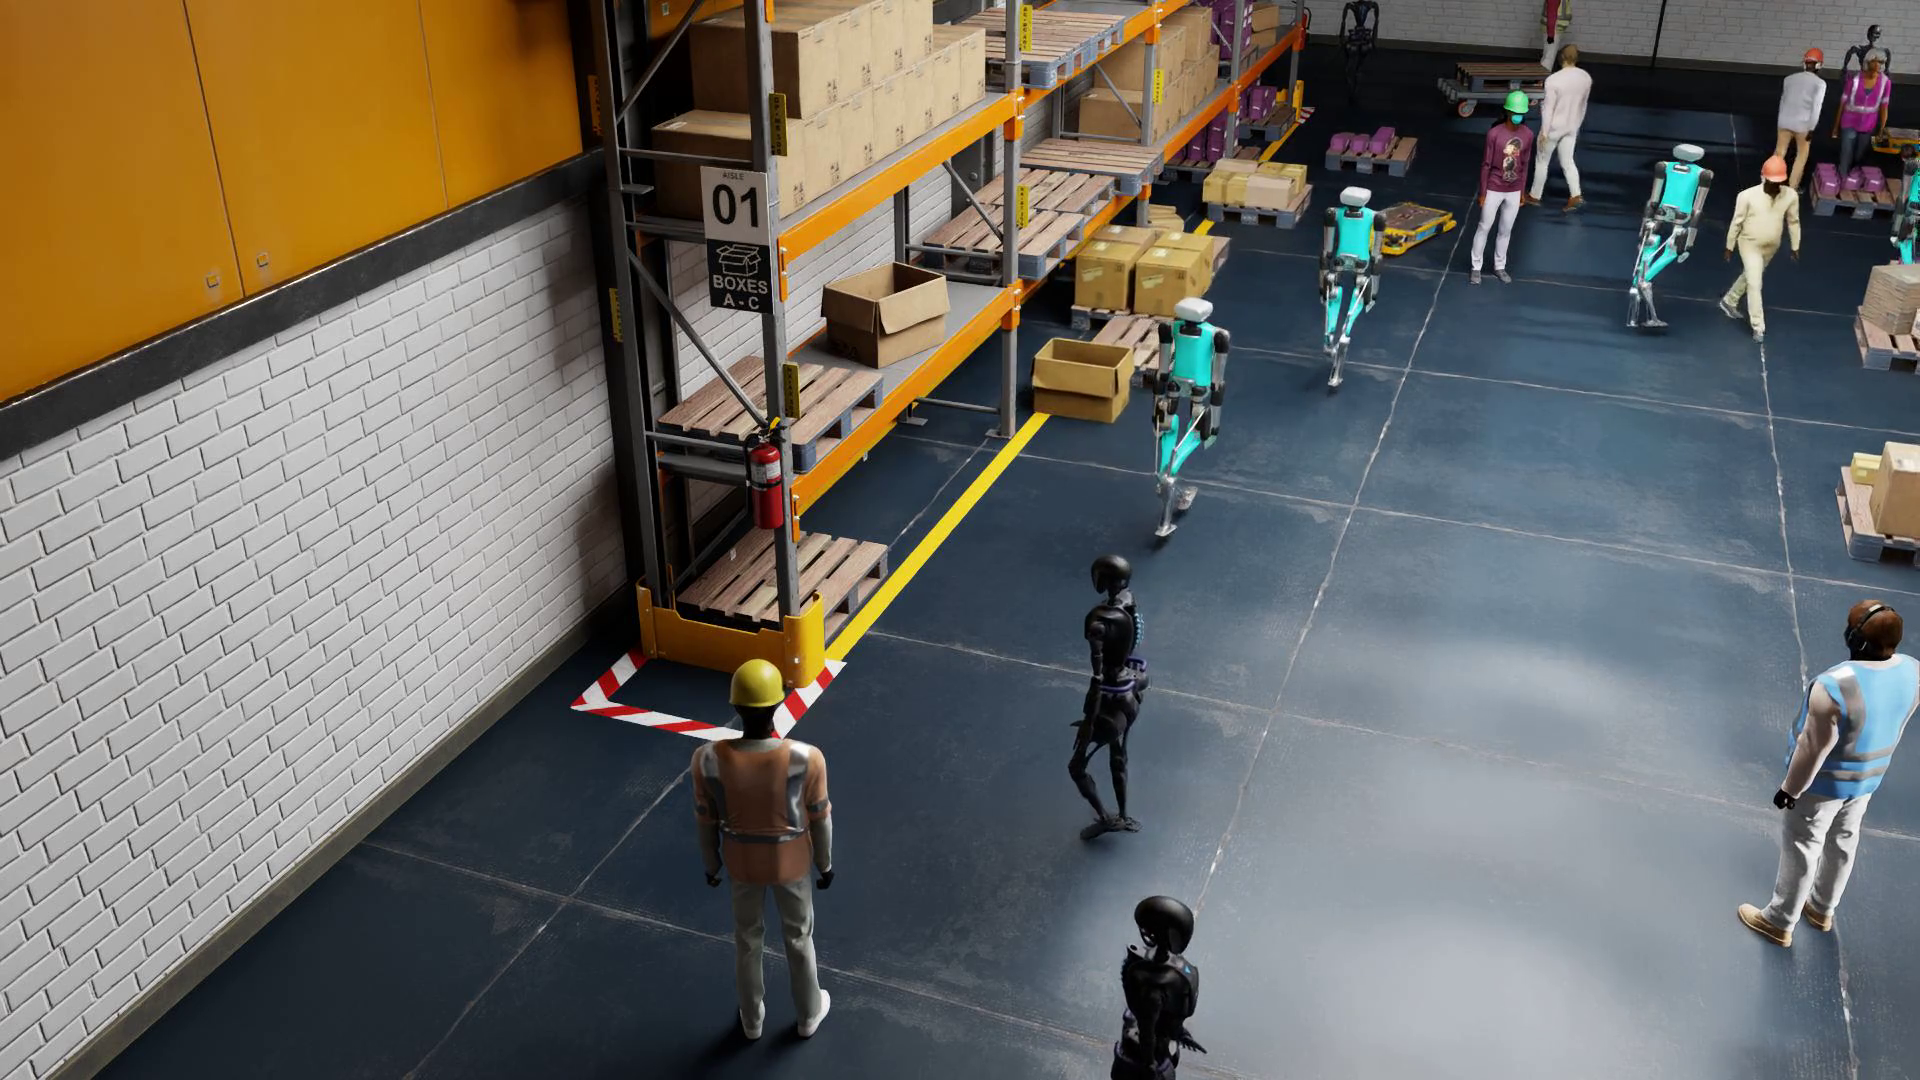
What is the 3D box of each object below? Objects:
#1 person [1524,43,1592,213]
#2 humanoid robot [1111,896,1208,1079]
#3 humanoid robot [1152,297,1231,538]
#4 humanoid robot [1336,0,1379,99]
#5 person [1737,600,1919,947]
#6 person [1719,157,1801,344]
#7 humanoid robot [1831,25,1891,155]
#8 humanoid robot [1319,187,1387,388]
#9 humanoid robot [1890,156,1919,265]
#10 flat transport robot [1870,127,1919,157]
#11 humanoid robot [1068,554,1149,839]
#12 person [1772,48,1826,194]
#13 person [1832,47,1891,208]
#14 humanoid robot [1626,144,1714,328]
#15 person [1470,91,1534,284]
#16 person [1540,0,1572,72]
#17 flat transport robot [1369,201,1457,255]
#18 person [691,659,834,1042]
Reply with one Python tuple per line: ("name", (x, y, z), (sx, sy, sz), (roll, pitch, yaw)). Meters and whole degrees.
("person", (6.955, -4.721, 19.131), (0.637, 1.909, 0.889), (-8, 28, -15))
("humanoid robot", (0.731, 2.002, 6.334), (0.385, 1.652, 0.602), (8, 28, 15))
("humanoid robot", (1.518, -0.795, 11.689), (0.538, 1.723, 1.015), (15, 31, 27))
("humanoid robot", (5.870, -7.344, 24.462), (0.602, 1.641, 0.522), (1, 27, 2))
("person", (4.130, 1.106, 7.889), (0.632, 1.842, 0.429), (-11, 29, -20))
("person", (7.512, -2.791, 15.607), (0.631, 1.693, 0.902), (-1, 27, -2))
("humanoid robot", (11.624, -5.798, 21.484), (0.591, 1.641, 0.374), (12, 30, 22))
("humanoid robot", (3.277, -2.106, 14.213), (0.550, 1.727, 0.980), (13, 30, 23))
("humanoid robot", (9.217, -2.865, 15.789), (0.532, 1.789, 1.065), (0, 27, 0))
("flat transport robot", (12.754, -5.184, 21.807), (1.431, 0.231, 0.659), (10, 29, 18))
("humanoid robot", (0.786, 0.818, 8.628), (0.357, 1.643, 0.601), (12, 30, 23))
("person", (9.953, -4.955, 19.776), (0.664, 1.717, 0.570), (-16, 32, -29))
("person", (10.581, -4.898, 19.573), (0.517, 1.811, 0.901), (8, 28, 14))
("humanoid robot", (6.480, -2.732, 15.455), (0.804, 1.772, 0.530), (-25, 36, -39))
("person", (5.490, -3.568, 16.838), (0.500, 1.949, 0.426), (-3, 27, -5))
("person", (8.848, -7.583, 24.762), (0.430, 1.830, 0.633), (13, 30, 23))
("flat transport robot", (4.903, -3.468, 18.478), (0.659, 0.231, 1.431), (21, 34, 35))
("person", (-0.842, 1.383, 7.272), (0.585, 1.917, 0.377), (0, 27, 1))
